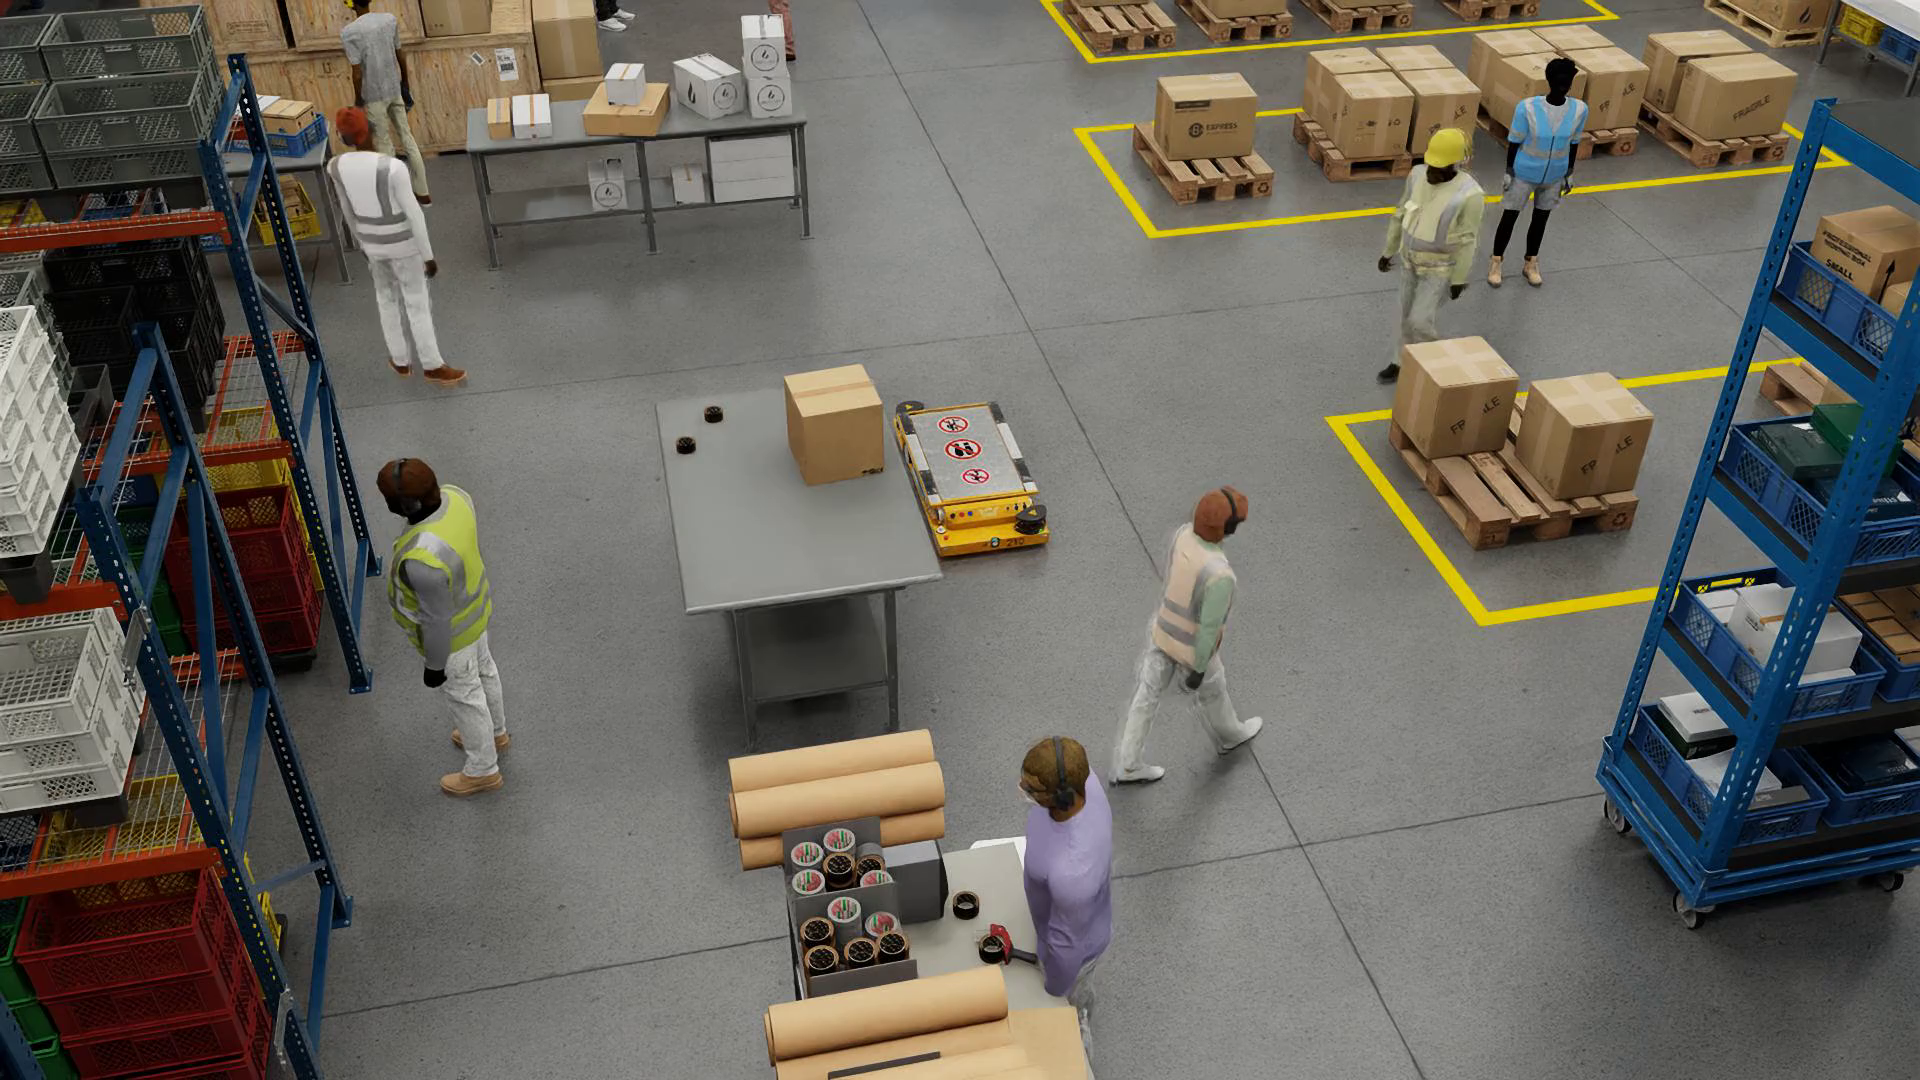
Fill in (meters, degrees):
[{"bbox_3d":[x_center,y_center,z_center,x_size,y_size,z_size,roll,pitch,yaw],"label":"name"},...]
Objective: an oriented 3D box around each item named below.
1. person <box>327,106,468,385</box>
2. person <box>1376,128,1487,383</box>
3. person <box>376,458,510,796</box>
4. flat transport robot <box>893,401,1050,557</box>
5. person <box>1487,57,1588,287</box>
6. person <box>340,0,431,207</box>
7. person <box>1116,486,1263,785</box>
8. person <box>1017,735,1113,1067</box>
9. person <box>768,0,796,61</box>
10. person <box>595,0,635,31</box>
[{"bbox_3d":[-3.629,-1.870,10.738,0.730,1.860,0.338,13,38,16],"label":"person"},{"bbox_3d":[2.986,-1.793,10.654,0.418,1.817,0.614,-18,40,-23],"label":"person"},{"bbox_3d":[-2.381,0.395,7.699,0.429,1.838,0.622,-1,37,-1],"label":"person"},{"bbox_3d":[0.046,-0.430,10.108,0.652,0.197,1.431,-8,37,-10],"label":"flat transport robot"},{"bbox_3d":[4.119,-2.609,11.849,0.533,1.697,0.319,0,37,0],"label":"person"},{"bbox_3d":[-4.440,-3.399,12.773,0.309,1.864,0.535,24,43,29],"label":"person"},{"bbox_3d":[1.122,0.460,7.815,0.862,1.571,0.513,-16,39,-20],"label":"person"},{"bbox_3d":[0.383,1.455,6.197,0.371,1.932,0.627,3,37,4],"label":"person"},{"bbox_3d":[-1.761,-5.429,15.478,0.400,1.900,0.651,-6,37,-9],"label":"person"},{"bbox_3d":[-3.488,-5.974,16.190,0.371,1.916,0.597,4,37,6],"label":"person"}]
